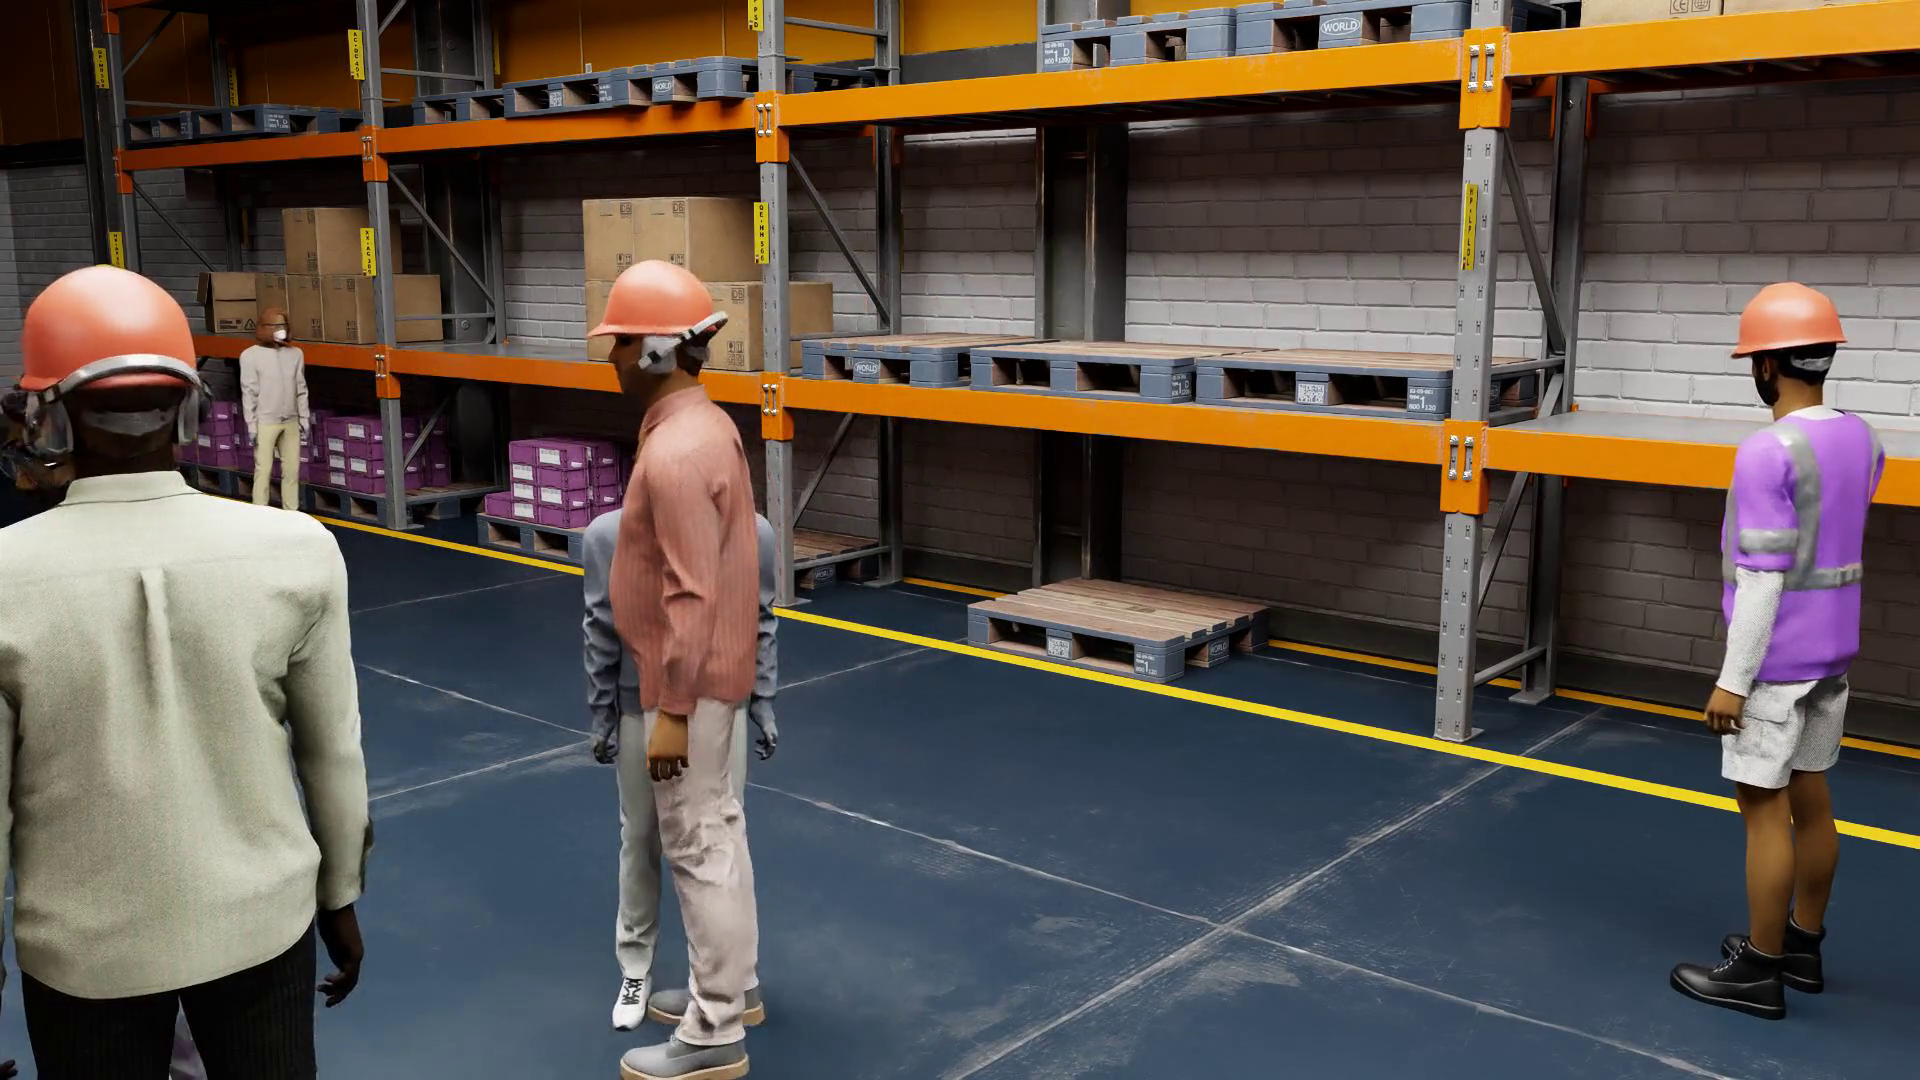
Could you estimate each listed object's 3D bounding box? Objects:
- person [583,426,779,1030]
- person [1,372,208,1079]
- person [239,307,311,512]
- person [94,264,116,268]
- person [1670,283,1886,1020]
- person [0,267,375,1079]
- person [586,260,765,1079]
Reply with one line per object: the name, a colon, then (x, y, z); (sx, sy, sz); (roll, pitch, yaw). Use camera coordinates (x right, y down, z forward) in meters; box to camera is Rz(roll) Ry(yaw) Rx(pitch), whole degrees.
person: (-0.717, 0.457, 4.338); (0.501, 1.633, 0.282); (-2, 10, -11)
person: (-1.484, 0.577, 3.108); (0.443, 1.828, 0.536); (-9, 13, -41)
person: (-4.715, -0.793, 11.482); (0.284, 1.626, 0.504); (6, 12, 31)
person: (-5.478, -0.822, 10.822); (0.390, 1.922, 0.589); (4, 11, 20)
person: (2.152, 0.297, 4.400); (0.543, 1.932, 0.376); (-7, 12, -35)
person: (-1.217, 0.591, 2.553); (0.615, 1.993, 0.387); (-8, 12, -37)
person: (-0.682, 0.326, 4.056); (0.395, 1.992, 0.622); (0, 10, -2)
